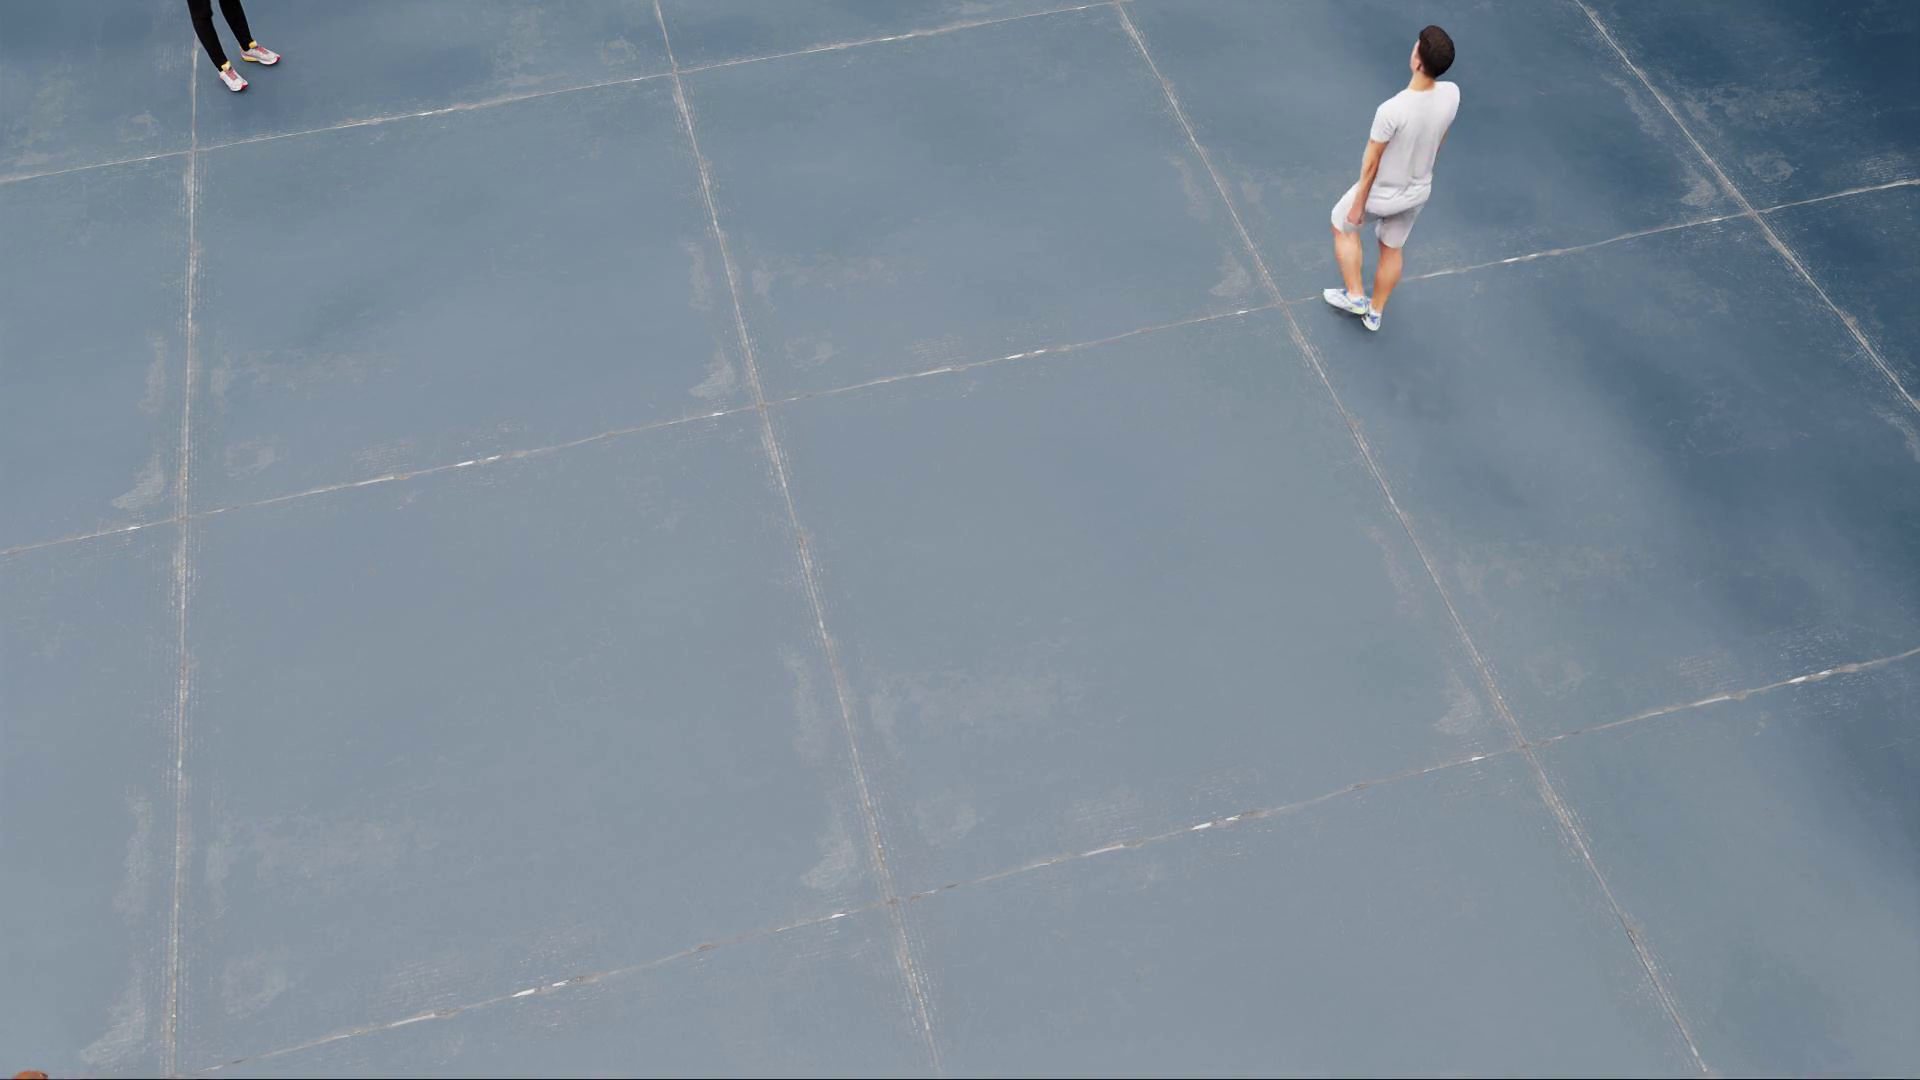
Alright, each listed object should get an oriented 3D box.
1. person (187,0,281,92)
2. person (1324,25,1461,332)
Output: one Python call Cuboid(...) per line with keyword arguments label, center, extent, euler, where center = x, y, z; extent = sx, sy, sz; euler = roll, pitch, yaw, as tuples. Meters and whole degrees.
Cuboid(label="person", center=(-4.620, -3.591, 10.064), extent=(0.775, 1.764, 0.710), euler=(23, 56, 17))
Cuboid(label="person", center=(2.290, -1.774, 8.607), extent=(0.755, 1.842, 0.699), euler=(-20, 55, -15))
